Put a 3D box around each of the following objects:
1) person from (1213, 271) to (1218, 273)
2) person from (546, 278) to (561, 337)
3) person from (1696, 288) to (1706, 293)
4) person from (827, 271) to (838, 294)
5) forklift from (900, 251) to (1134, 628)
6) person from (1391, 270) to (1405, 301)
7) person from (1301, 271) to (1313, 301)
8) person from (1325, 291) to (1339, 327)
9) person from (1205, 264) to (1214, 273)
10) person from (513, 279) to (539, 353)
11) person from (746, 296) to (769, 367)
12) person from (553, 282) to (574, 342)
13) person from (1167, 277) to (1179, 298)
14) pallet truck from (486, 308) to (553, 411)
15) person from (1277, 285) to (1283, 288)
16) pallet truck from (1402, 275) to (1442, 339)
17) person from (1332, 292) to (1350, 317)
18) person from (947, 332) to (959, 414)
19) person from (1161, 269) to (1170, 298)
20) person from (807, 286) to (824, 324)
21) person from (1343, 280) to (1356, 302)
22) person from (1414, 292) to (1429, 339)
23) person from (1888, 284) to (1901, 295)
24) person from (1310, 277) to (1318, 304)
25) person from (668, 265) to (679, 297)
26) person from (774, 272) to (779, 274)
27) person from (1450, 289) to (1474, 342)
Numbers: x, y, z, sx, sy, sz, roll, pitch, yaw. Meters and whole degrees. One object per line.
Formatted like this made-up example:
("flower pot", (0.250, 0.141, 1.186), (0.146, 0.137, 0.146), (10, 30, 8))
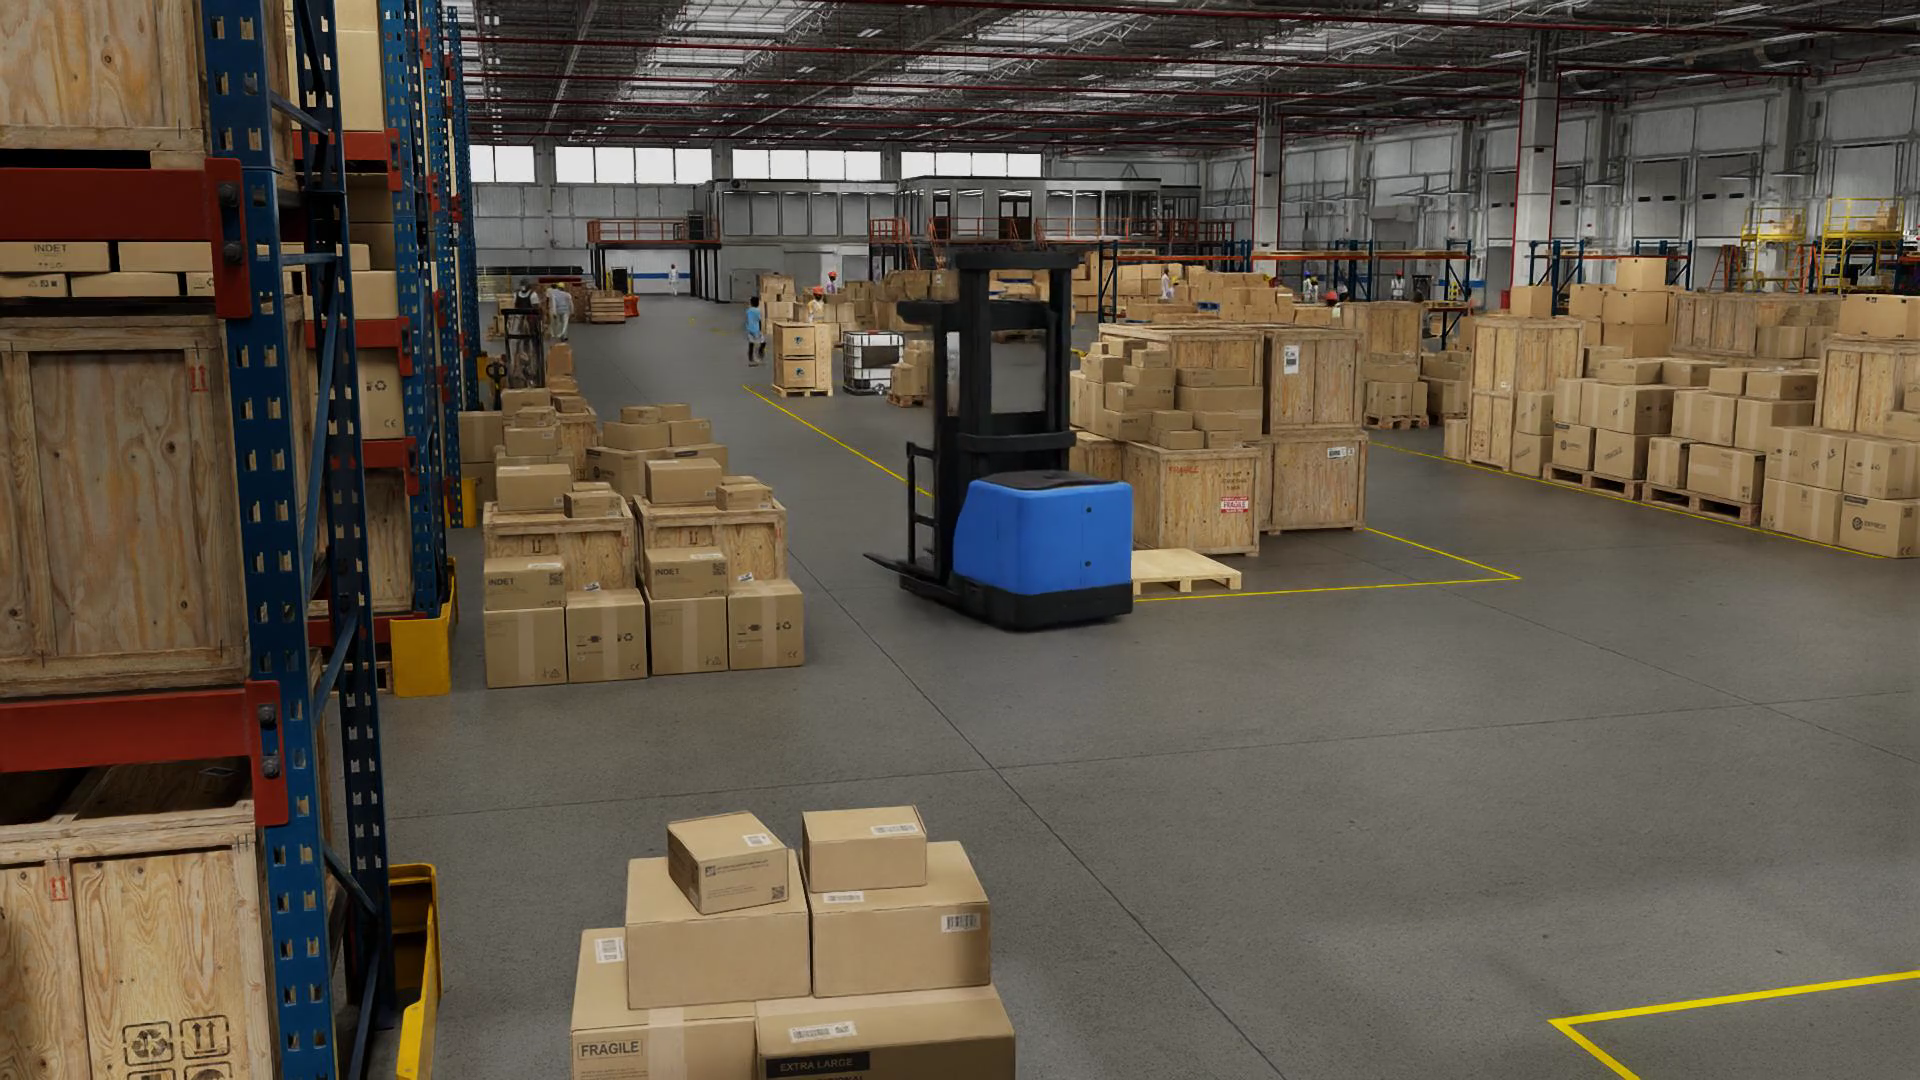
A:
("person", (10.112, -9.641, 65.502), (0.612, 1.913, 0.491), (-4, 11, -24))
("person", (-12.844, -7.346, 52.646), (0.532, 1.865, 0.309), (-1, 10, -8))
("person", (17.591, -5.079, 39.726), (0.653, 1.884, 1.013), (2, 10, 12))
("person", (-4.423, -8.286, 57.510), (0.402, 2.036, 0.601), (0, 10, 2))
("forklift", (0.449, -0.859, 13.037), (1.129, 2.768, 1.873), (-6, 11, -29))
("person", (17.369, -9.729, 65.933), (0.545, 1.938, 0.361), (-1, 10, -5))
("person", (13.226, -9.258, 63.270), (0.605, 1.935, 0.416), (-7, 12, -35))
("person", (7.923, -4.424, 35.953), (0.671, 1.920, 0.550), (5, 11, 26))
("person", (12.963, -13.447, 86.895), (0.624, 1.971, 0.748), (6, 12, 30))
("person", (-11.740, -6.056, 44.841), (0.709, 2.000, 0.992), (1, 10, 6))
("person", (-4.843, -5.002, 39.877), (0.558, 1.671, 0.655), (8, 13, 38))
("person", (-11.995, -6.880, 50.211), (0.594, 1.798, 0.852), (1, 10, 7))
("person", (7.026, -7.587, 53.957), (0.627, 1.892, 0.779), (4, 11, 21))
("pallet truck", (-6.242, -2.418, 24.362), (0.823, 1.965, 1.885), (1, 10, 3))
("person", (9.320, -6.575, 48.589), (0.554, 1.742, 0.620), (-2, 10, -10))
("pallet truck", (14.620, -7.324, 52.145), (0.823, 1.965, 1.885), (8, 13, 40))
("person", (7.924, -4.201, 34.699), (0.395, 1.913, 0.590), (-4, 11, -21))
("person", (-0.054, -2.762, 26.449), (0.666, 1.945, 0.514), (1, 10, 7))
("person", (8.710, -10.529, 70.464), (0.351, 1.936, 0.635), (-1, 10, -8))
("person", (-3.363, -5.046, 39.418), (0.373, 1.934, 0.551), (6, 12, 31))
("person", (12.995, -7.829, 55.468), (0.435, 1.832, 0.648), (7, 12, 35))
("person", (10.529, -4.778, 38.256), (0.511, 1.816, 0.729), (8, 13, 38))
("person", (23.814, -5.590, 42.538), (0.566, 1.918, 0.581), (9, 13, 40))
("person", (12.964, -8.765, 61.048), (0.305, 1.737, 0.484), (0, 10, -1))
("person", (-16.262, -14.713, 94.435), (0.581, 1.847, 0.854), (-2, 10, -13))
("person", (-7.236, -9.616, 65.519), (0.331, 1.862, 0.507), (-10, 14, -44))
("person", (14.972, -6.628, 49.192), (0.897, 1.645, 0.544), (0, 10, 0))
